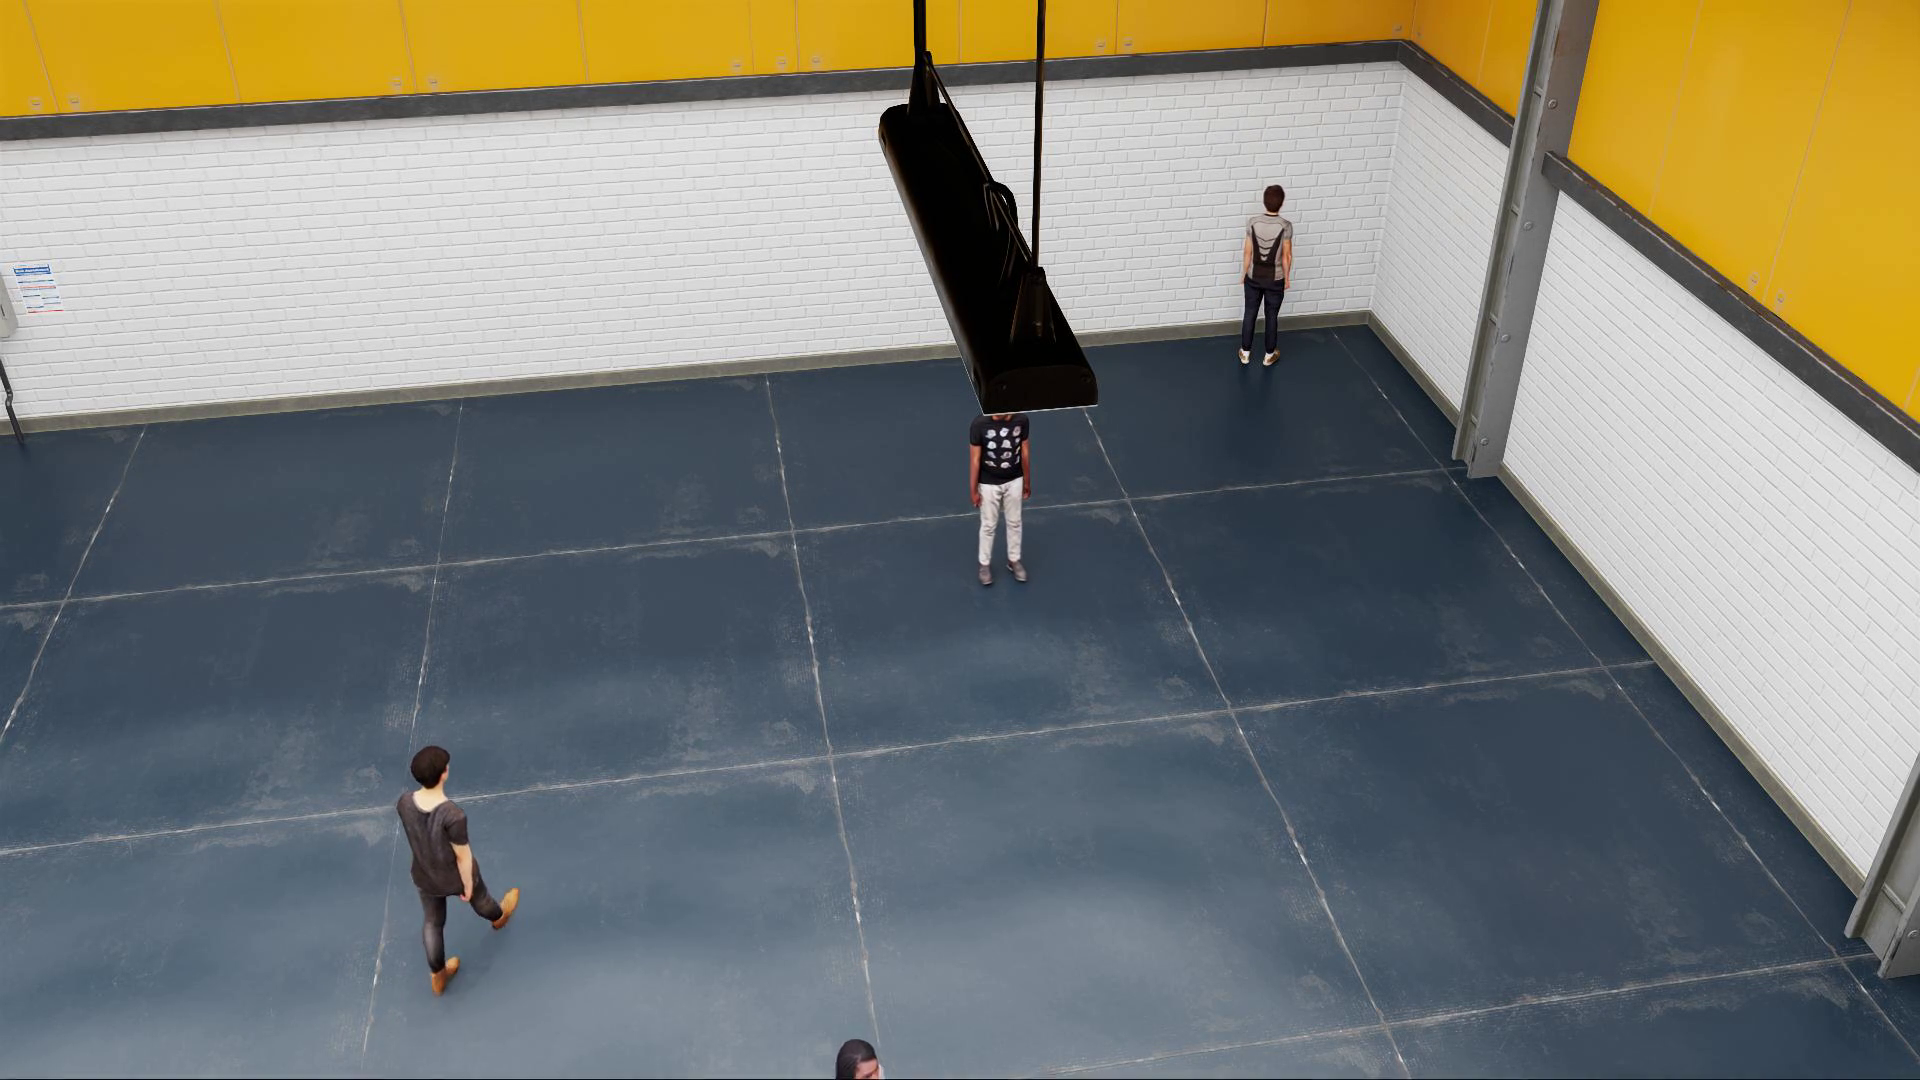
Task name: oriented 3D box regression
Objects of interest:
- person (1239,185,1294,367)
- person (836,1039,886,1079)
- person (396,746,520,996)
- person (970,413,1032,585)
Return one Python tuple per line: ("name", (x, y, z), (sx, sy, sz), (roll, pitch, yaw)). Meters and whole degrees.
("person", (3.050, -2.640, 16.585), (0.725, 1.900, 0.720), (10, 35, 14))
("person", (-0.537, 3.041, 8.211), (0.817, 1.709, 0.758), (22, 39, 29))
("person", (-3.096, 1.987, 9.830), (0.894, 1.673, 1.129), (8, 34, 12))
("person", (0.323, -0.480, 13.425), (0.669, 1.802, 0.621), (-8, 34, -12))
